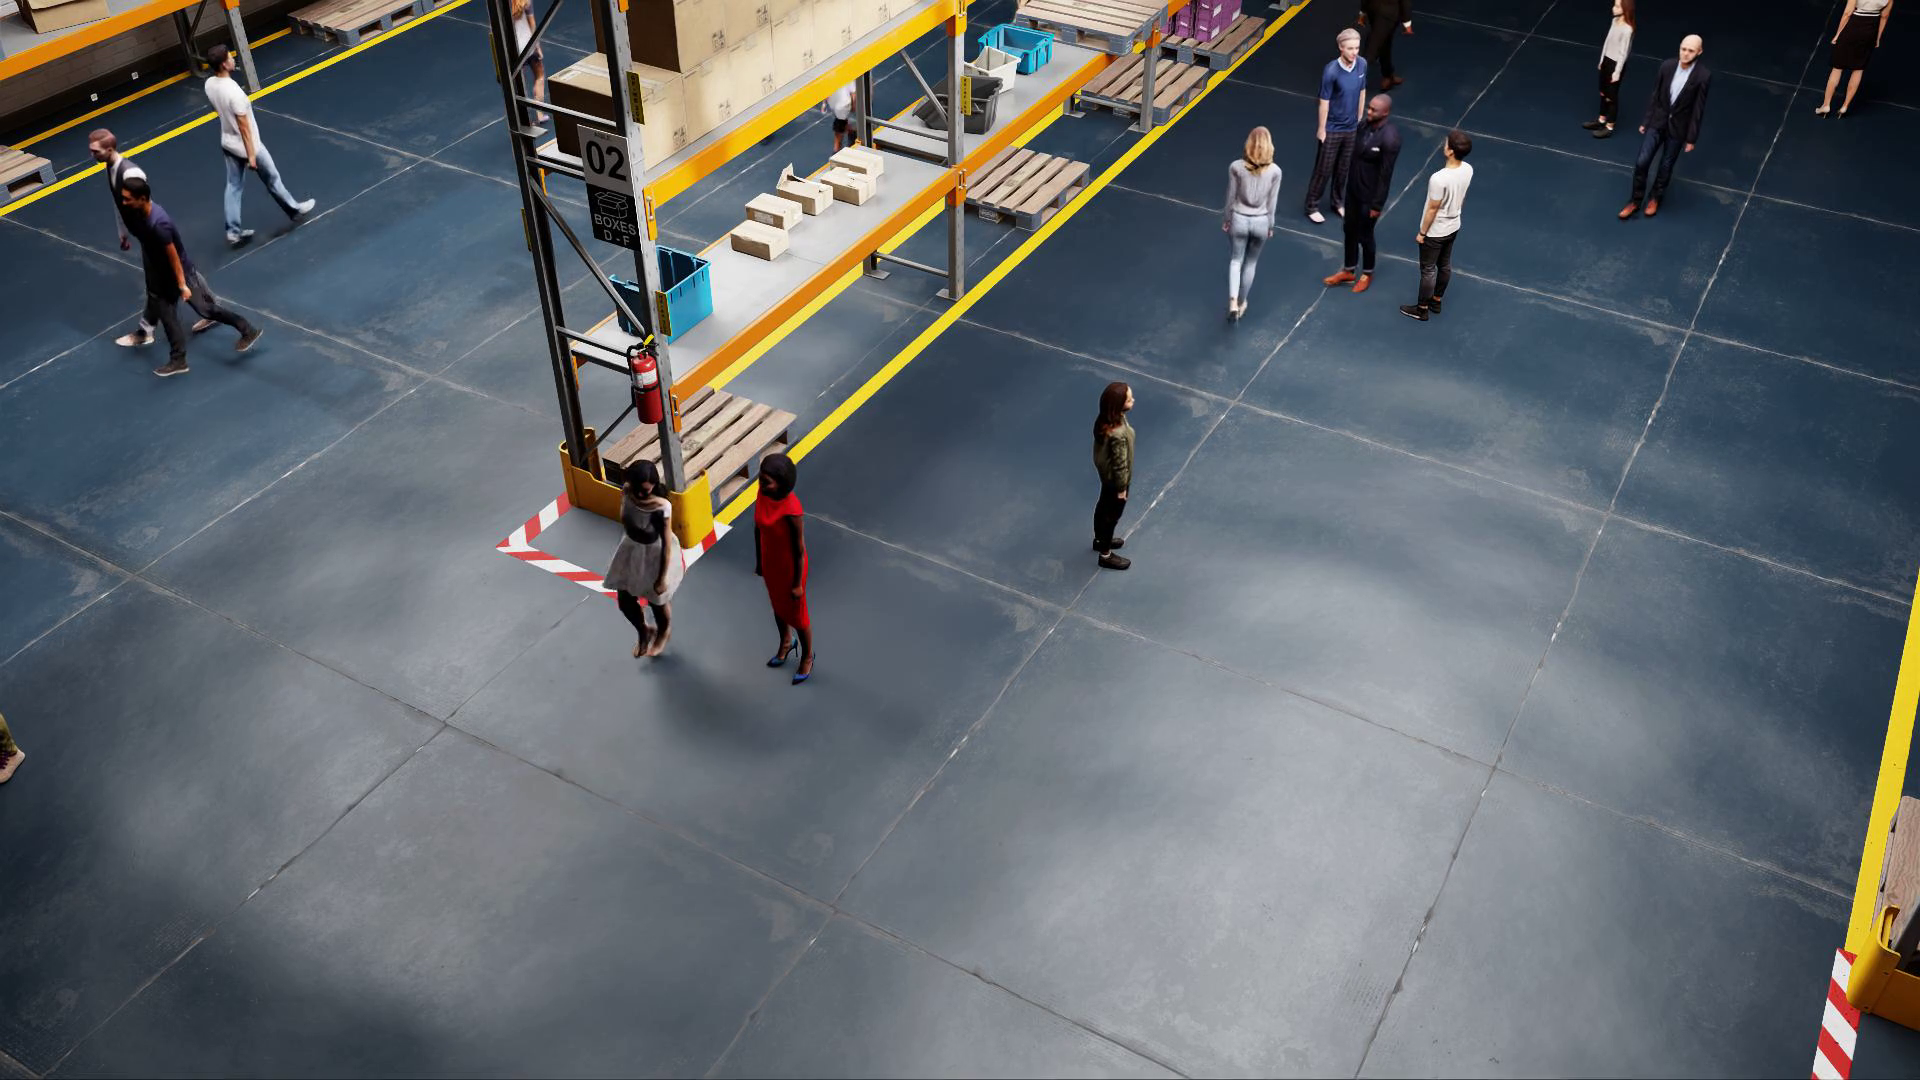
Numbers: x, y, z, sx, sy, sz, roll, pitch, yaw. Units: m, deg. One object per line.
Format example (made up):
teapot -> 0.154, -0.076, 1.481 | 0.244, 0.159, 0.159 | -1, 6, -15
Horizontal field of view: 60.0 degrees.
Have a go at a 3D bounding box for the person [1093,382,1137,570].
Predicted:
person -> 1.072, -0.469, 11.599 | 0.720, 1.475, 0.631 | -4, 39, -5

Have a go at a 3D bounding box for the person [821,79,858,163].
person -> -1.178, -4.436, 16.756 | 0.508, 1.239, 0.903 | 19, 42, 22

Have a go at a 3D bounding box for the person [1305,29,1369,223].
person -> 3.533, -3.882, 15.560 | 0.683, 1.865, 0.794 | -17, 42, -20

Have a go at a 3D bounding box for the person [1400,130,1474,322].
person -> 4.103, -2.690, 14.184 | 0.602, 1.721, 0.754 | -27, 46, -29

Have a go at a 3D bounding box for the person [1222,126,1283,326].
person -> 2.422, -2.594, 14.016 | 0.755, 1.780, 0.997 | 10, 40, 12

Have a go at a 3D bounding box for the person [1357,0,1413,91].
person -> 4.426, -5.525, 17.622 | 1.375, 1.861, 1.096 | -23, 44, -26

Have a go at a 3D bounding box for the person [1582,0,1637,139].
person -> 6.744, -4.893, 17.136 | 0.690, 1.479, 0.611 | -5, 39, -6

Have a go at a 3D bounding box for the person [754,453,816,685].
person -> -1.113, 0.179, 10.573 | 0.584, 1.744, 0.626 | -30, 48, -32

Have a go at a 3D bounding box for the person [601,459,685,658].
person -> -1.911, 0.127, 10.644 | 0.700, 1.735, 0.766 | 30, 48, 32

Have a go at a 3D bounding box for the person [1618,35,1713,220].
person -> 6.720, -3.921, 15.676 | 0.756, 1.782, 0.808 | 24, 44, 27

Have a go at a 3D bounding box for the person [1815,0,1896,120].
person -> 9.376, -5.249, 17.360 | 0.684, 1.756, 0.638 | 7, 39, 9

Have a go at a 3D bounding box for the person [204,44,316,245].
person -> -6.636, -3.572, 15.211 | 0.705, 1.818, 1.166 | 22, 43, 25

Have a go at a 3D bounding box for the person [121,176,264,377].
person -> -6.270, -2.179, 13.523 | 1.221, 1.746, 0.884 | -29, 47, -31

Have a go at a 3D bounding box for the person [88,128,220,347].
person -> -6.653, -2.583, 13.903 | 1.244, 1.904, 0.954 | -29, 47, -31

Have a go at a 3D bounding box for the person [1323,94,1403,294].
person -> 3.581, -3.041, 14.544 | 0.884, 1.820, 0.843 | -16, 41, -19

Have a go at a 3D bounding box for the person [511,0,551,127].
person -> -4.537, -4.996, 17.078 | 0.732, 1.712, 0.766 | 2, 39, 2
